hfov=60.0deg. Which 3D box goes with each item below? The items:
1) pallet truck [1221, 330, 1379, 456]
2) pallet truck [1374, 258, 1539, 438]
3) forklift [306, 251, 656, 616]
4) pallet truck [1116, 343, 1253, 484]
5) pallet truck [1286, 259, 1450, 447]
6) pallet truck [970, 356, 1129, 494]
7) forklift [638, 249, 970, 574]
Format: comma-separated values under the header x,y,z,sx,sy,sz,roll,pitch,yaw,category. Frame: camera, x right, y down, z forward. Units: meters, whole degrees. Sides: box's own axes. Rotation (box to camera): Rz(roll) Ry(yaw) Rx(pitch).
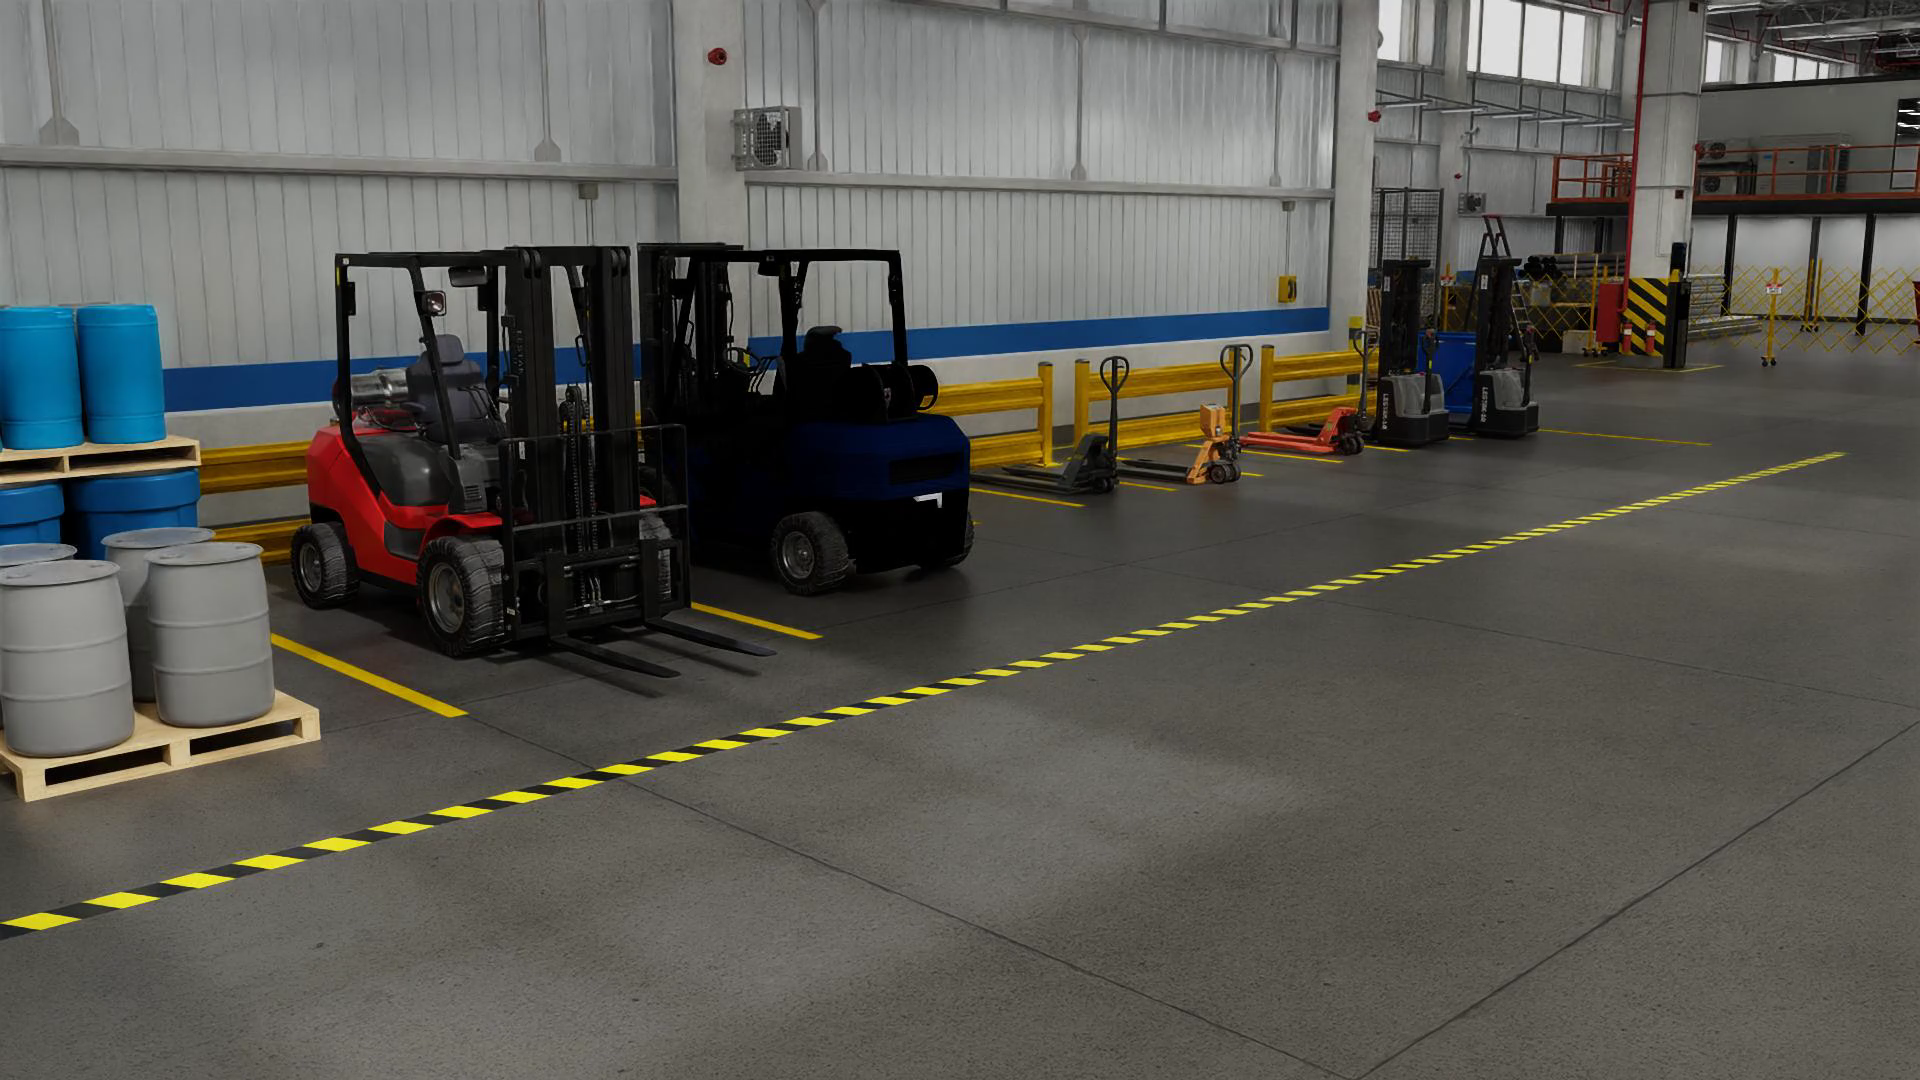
x,y,z,sx,sy,sz,roll,pitch,yaw,category
3.563,-1.581,17.381,0.653,1.274,1.630,-10,14,-44,pallet truck
5.704,-2.208,18.901,1.885,1.965,0.823,10,14,43,pallet truck
-2.833,-0.669,9.694,1.157,1.987,2.680,-10,14,-44,forklift
1.962,-1.215,15.415,1.522,1.261,0.704,10,14,43,pallet truck
4.493,-2.078,18.196,0.823,1.965,1.885,-9,14,-40,pallet truck
0.784,-1.085,14.876,0.680,1.201,1.601,-10,14,-44,pallet truck
-1.173,-0.958,11.239,2.680,1.987,1.157,10,14,43,forklift
